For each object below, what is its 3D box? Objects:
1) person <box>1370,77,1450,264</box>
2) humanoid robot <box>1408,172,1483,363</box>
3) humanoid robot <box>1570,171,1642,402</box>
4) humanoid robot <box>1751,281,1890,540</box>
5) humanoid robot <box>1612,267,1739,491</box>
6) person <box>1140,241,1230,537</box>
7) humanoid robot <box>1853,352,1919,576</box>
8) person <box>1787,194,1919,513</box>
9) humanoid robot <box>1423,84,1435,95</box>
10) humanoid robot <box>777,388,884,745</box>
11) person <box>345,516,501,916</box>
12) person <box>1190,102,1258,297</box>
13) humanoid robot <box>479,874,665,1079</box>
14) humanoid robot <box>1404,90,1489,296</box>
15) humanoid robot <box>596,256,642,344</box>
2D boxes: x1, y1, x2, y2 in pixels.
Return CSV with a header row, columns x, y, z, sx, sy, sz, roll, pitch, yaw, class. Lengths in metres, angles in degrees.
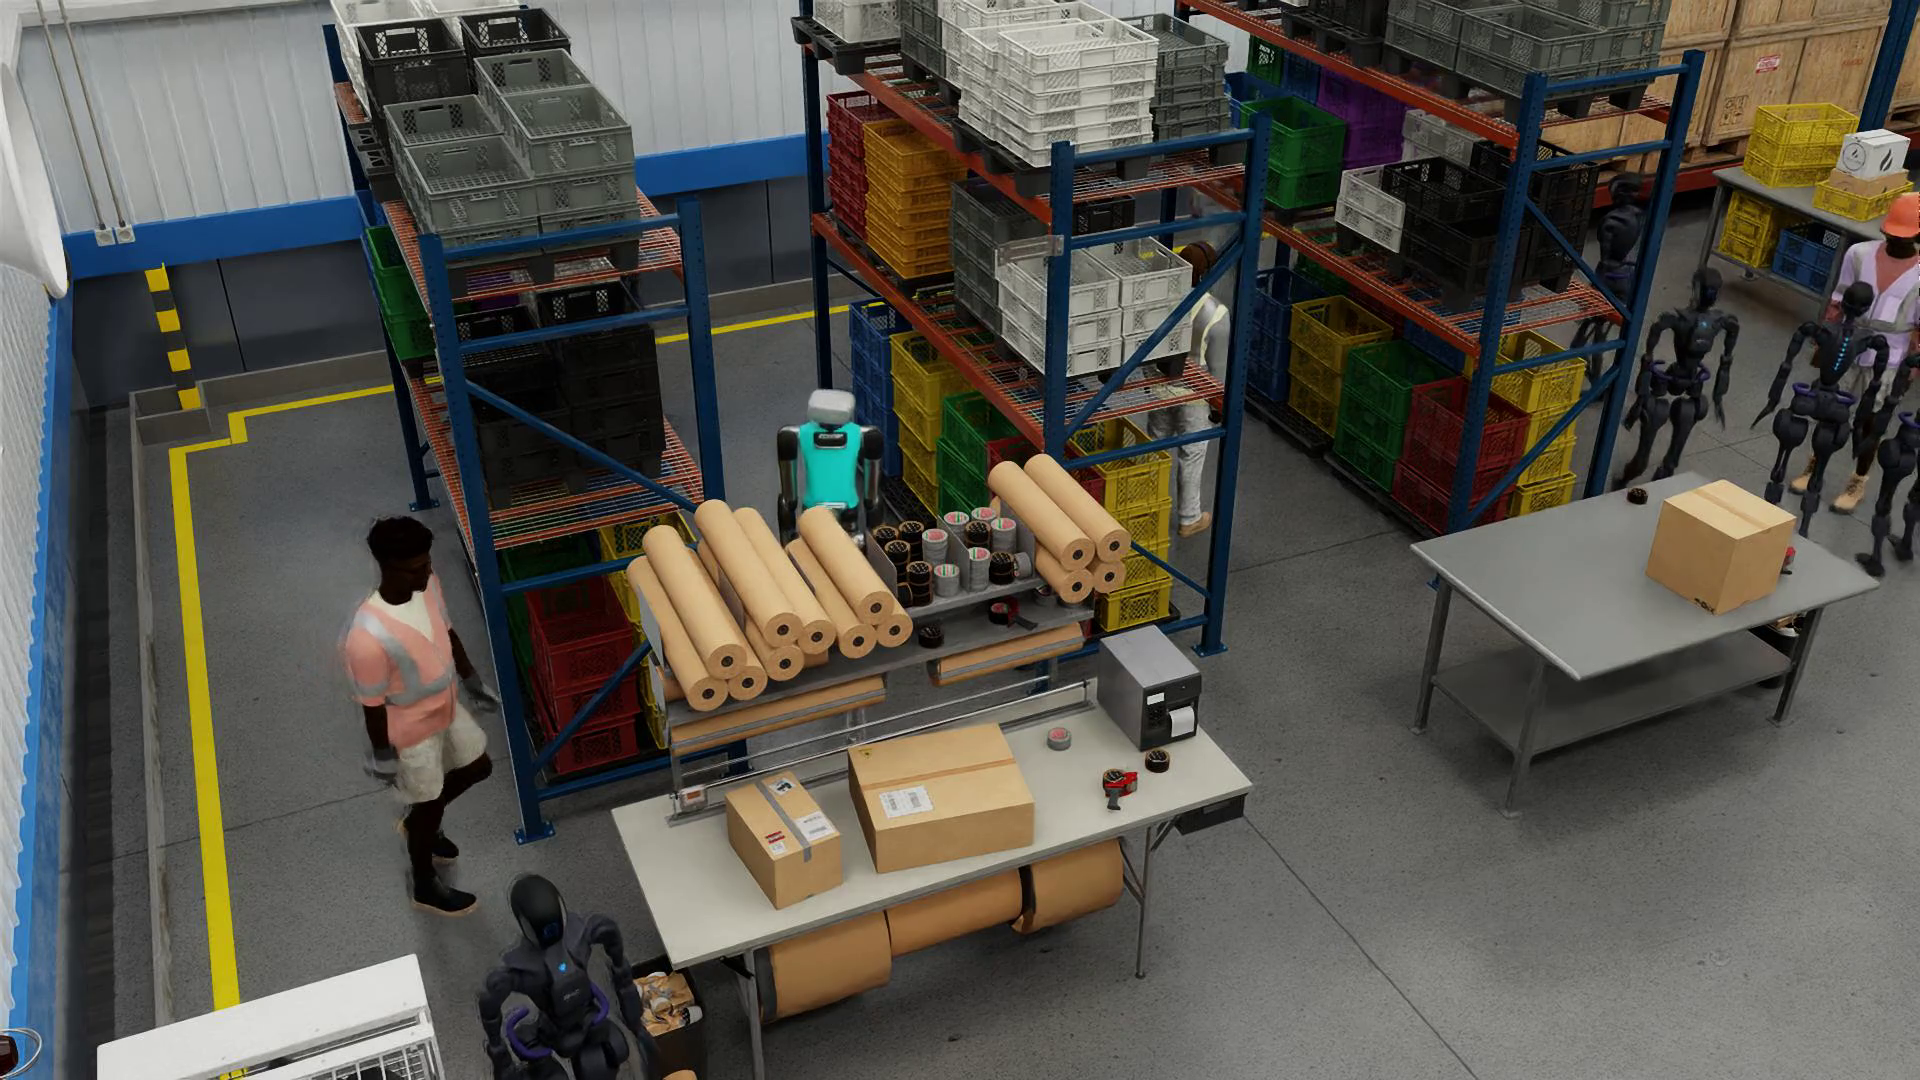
x,y,z,sx,sy,sz,roll,pitch,yaw,class
3.733,-2.837,13.079,0.997,1.827,0.581,-4,32,-6,person
3.485,-1.835,11.613,0.552,1.834,0.881,-12,34,-19,humanoid robot
4.481,-1.717,11.420,0.375,1.635,0.588,22,38,32,humanoid robot
5.035,-0.720,9.810,0.613,1.634,0.463,11,33,17,humanoid robot
4.353,-0.881,10.069,0.602,1.651,0.364,0,32,0,humanoid robot
1.340,-0.905,9.953,0.622,1.835,0.431,27,41,37,person
5.501,-0.585,9.579,0.588,1.653,0.424,3,32,5,humanoid robot
5.521,-1.133,10.135,0.421,2.034,0.602,-25,40,-35,person
3.574,-3.114,13.652,0.676,1.821,0.542,7,32,11,humanoid robot
-0.623,0.239,8.248,0.552,1.842,0.867,-3,32,-4,humanoid robot
-2.323,0.748,7.156,0.472,1.940,0.626,6,32,9,person
2.026,-2.493,12.576,0.823,1.786,0.614,-17,36,-26,person
-1.380,1.747,5.798,0.591,1.643,0.518,-25,39,-34,humanoid robot
3.607,-2.606,12.850,0.736,1.823,0.568,23,39,33,humanoid robot
-2.297,-1.381,10.869,0.379,1.652,0.610,14,34,22,humanoid robot
